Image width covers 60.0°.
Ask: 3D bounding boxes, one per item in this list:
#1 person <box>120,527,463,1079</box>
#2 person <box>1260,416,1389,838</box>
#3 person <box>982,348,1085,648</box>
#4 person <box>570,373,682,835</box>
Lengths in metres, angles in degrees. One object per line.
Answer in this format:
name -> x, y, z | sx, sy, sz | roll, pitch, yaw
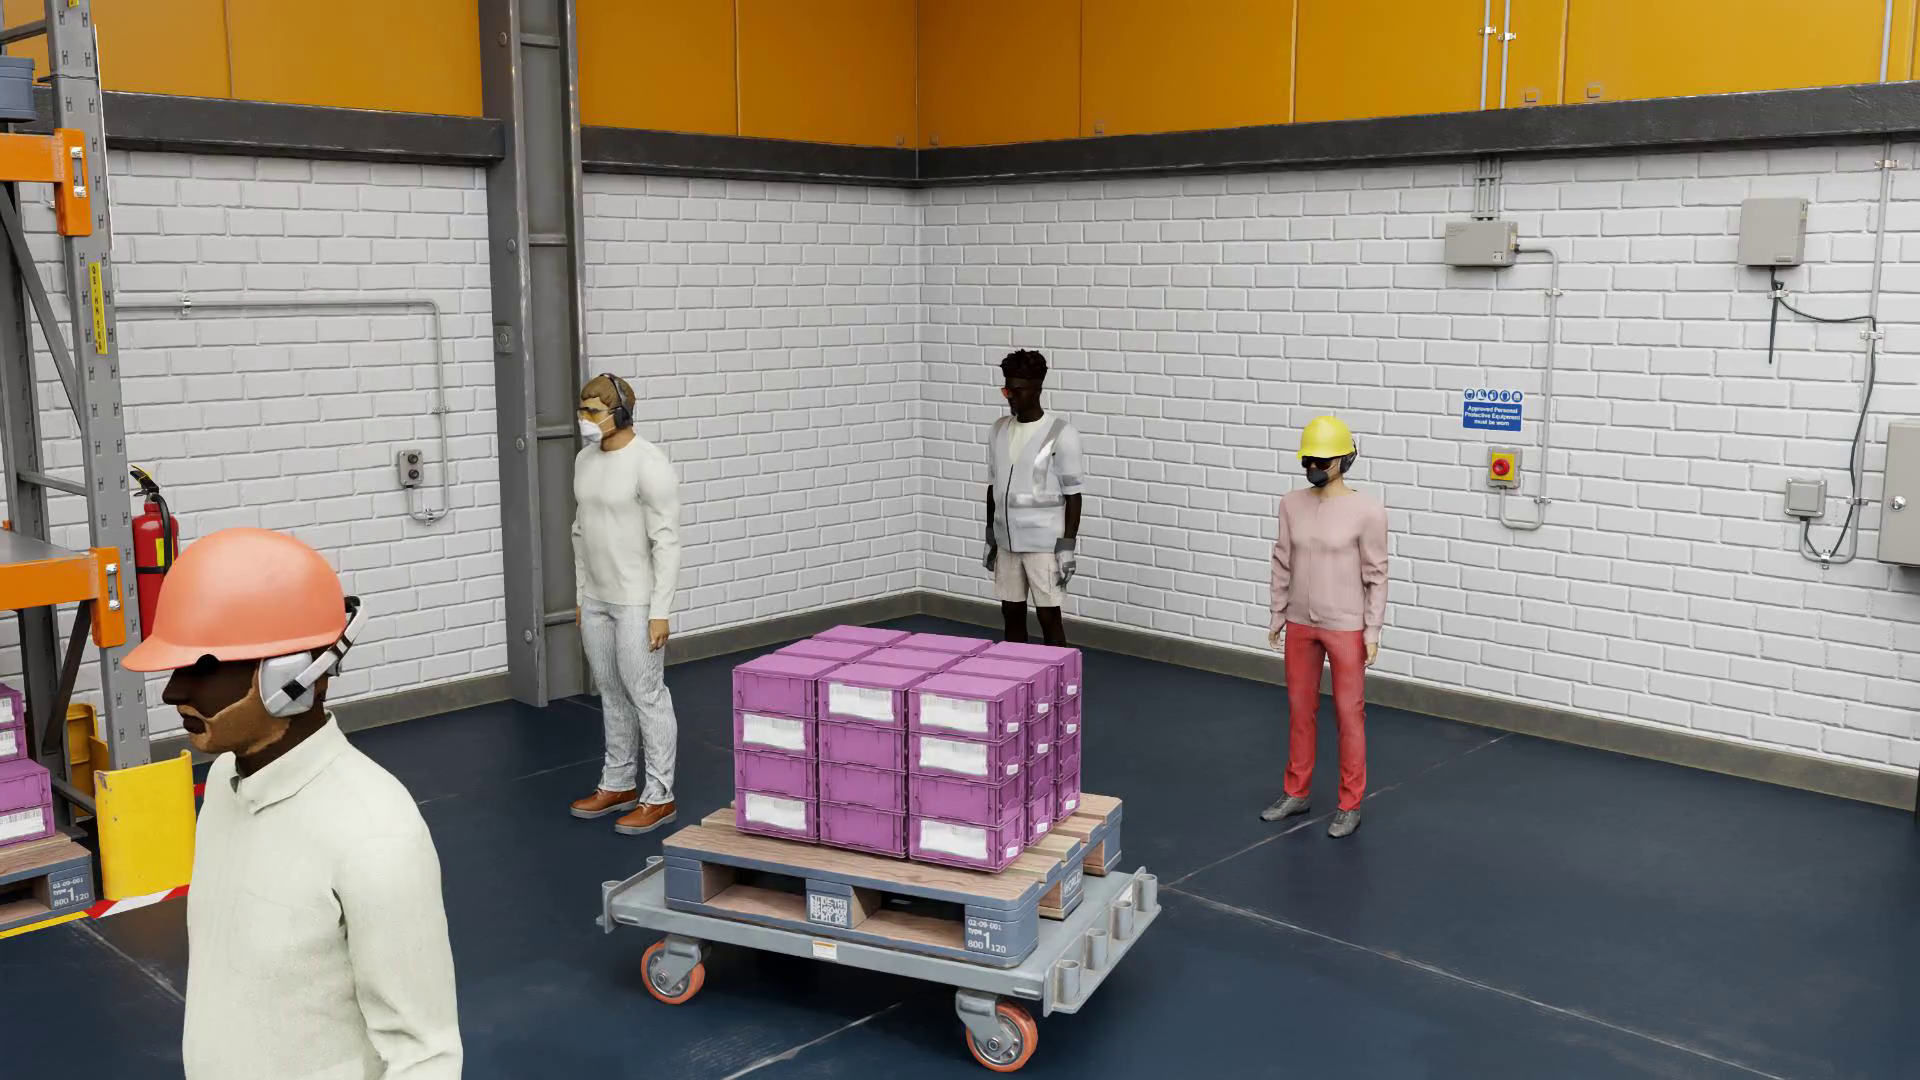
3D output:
person -> -1.001, 0.963, 2.550 | 0.623, 1.992, 0.396 | 9, 13, 43
person -> 1.514, 0.360, 6.950 | 0.533, 1.765, 0.330 | 9, 13, 43
person -> 0.351, -0.001, 8.550 | 0.613, 1.962, 0.367 | 9, 13, 43
person -> -1.420, 0.264, 7.012 | 0.635, 1.936, 0.355 | 9, 13, 43
